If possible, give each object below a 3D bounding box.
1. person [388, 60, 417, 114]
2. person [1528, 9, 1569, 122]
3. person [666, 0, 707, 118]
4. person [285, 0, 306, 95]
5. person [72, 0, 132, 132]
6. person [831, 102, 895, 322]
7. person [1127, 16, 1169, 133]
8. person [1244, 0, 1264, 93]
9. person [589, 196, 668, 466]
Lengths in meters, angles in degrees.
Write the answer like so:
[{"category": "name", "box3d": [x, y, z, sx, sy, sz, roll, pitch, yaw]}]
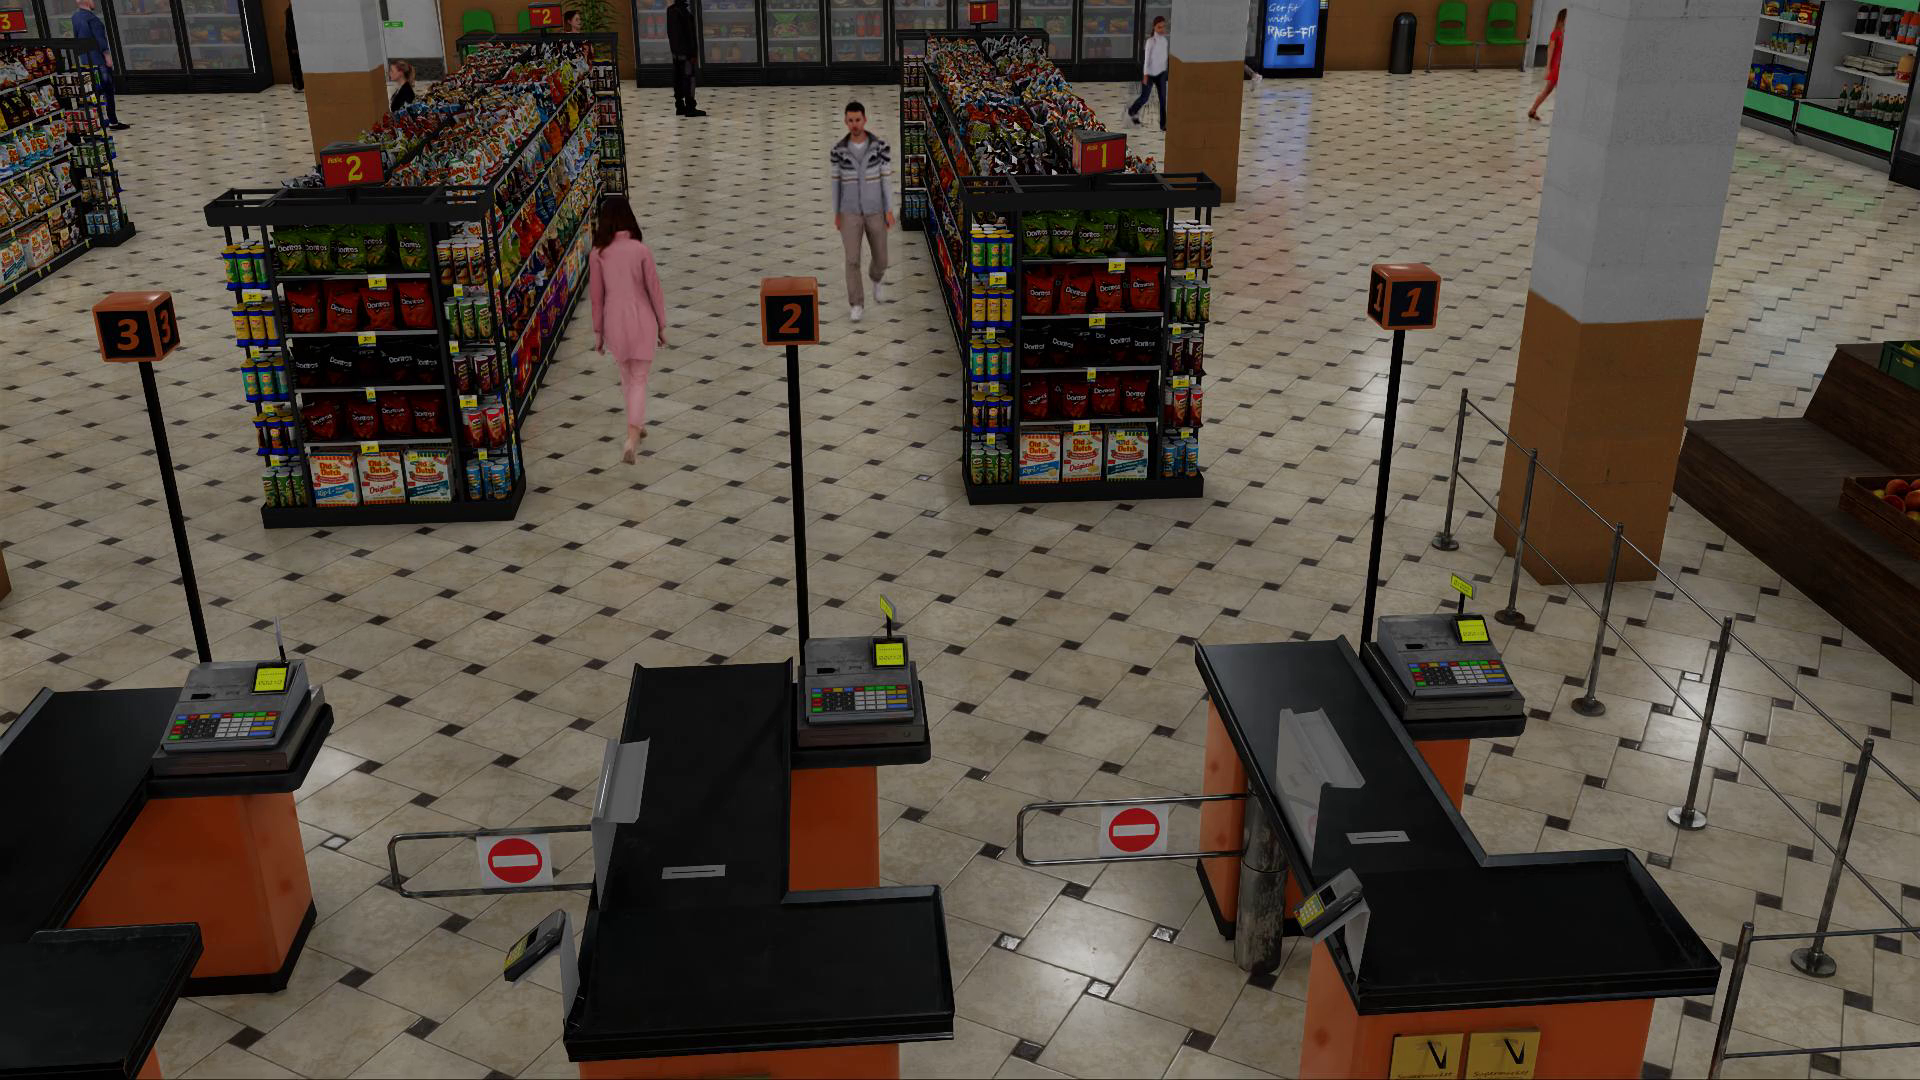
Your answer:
[{"category": "person", "box3d": [-5.737, -4.205, 17.693, 0.959, 1.655, 1.104, -12, 26, -26]}, {"category": "person", "box3d": [8.316, -6.609, 23.319, 0.948, 1.548, 1.131, -17, 29, -34]}, {"category": "person", "box3d": [-4.016, -7.069, 24.024, 0.848, 1.826, 0.762, -21, 31, -39]}, {"category": "person", "box3d": [-10.053, -7.628, 25.583, 0.920, 1.600, 0.859, 20, 30, 37]}, {"category": "person", "box3d": [-11.898, -6.590, 22.929, 0.805, 1.825, 0.783, 11, 26, 23]}, {"category": "person", "box3d": [-0.830, -2.858, 14.394, 0.701, 1.831, 0.938, -1, 24, -2]}, {"category": "person", "box3d": [2.631, -6.406, 22.886, 0.830, 1.523, 1.141, -12, 26, -26]}, {"category": "person", "box3d": [4.367, -7.810, 25.723, 0.902, 1.820, 0.972, 5, 24, 12]}, {"category": "person", "box3d": [-2.194, -1.332, 10.996, 0.679, 1.760, 1.144, -1, 24, -2]}]
